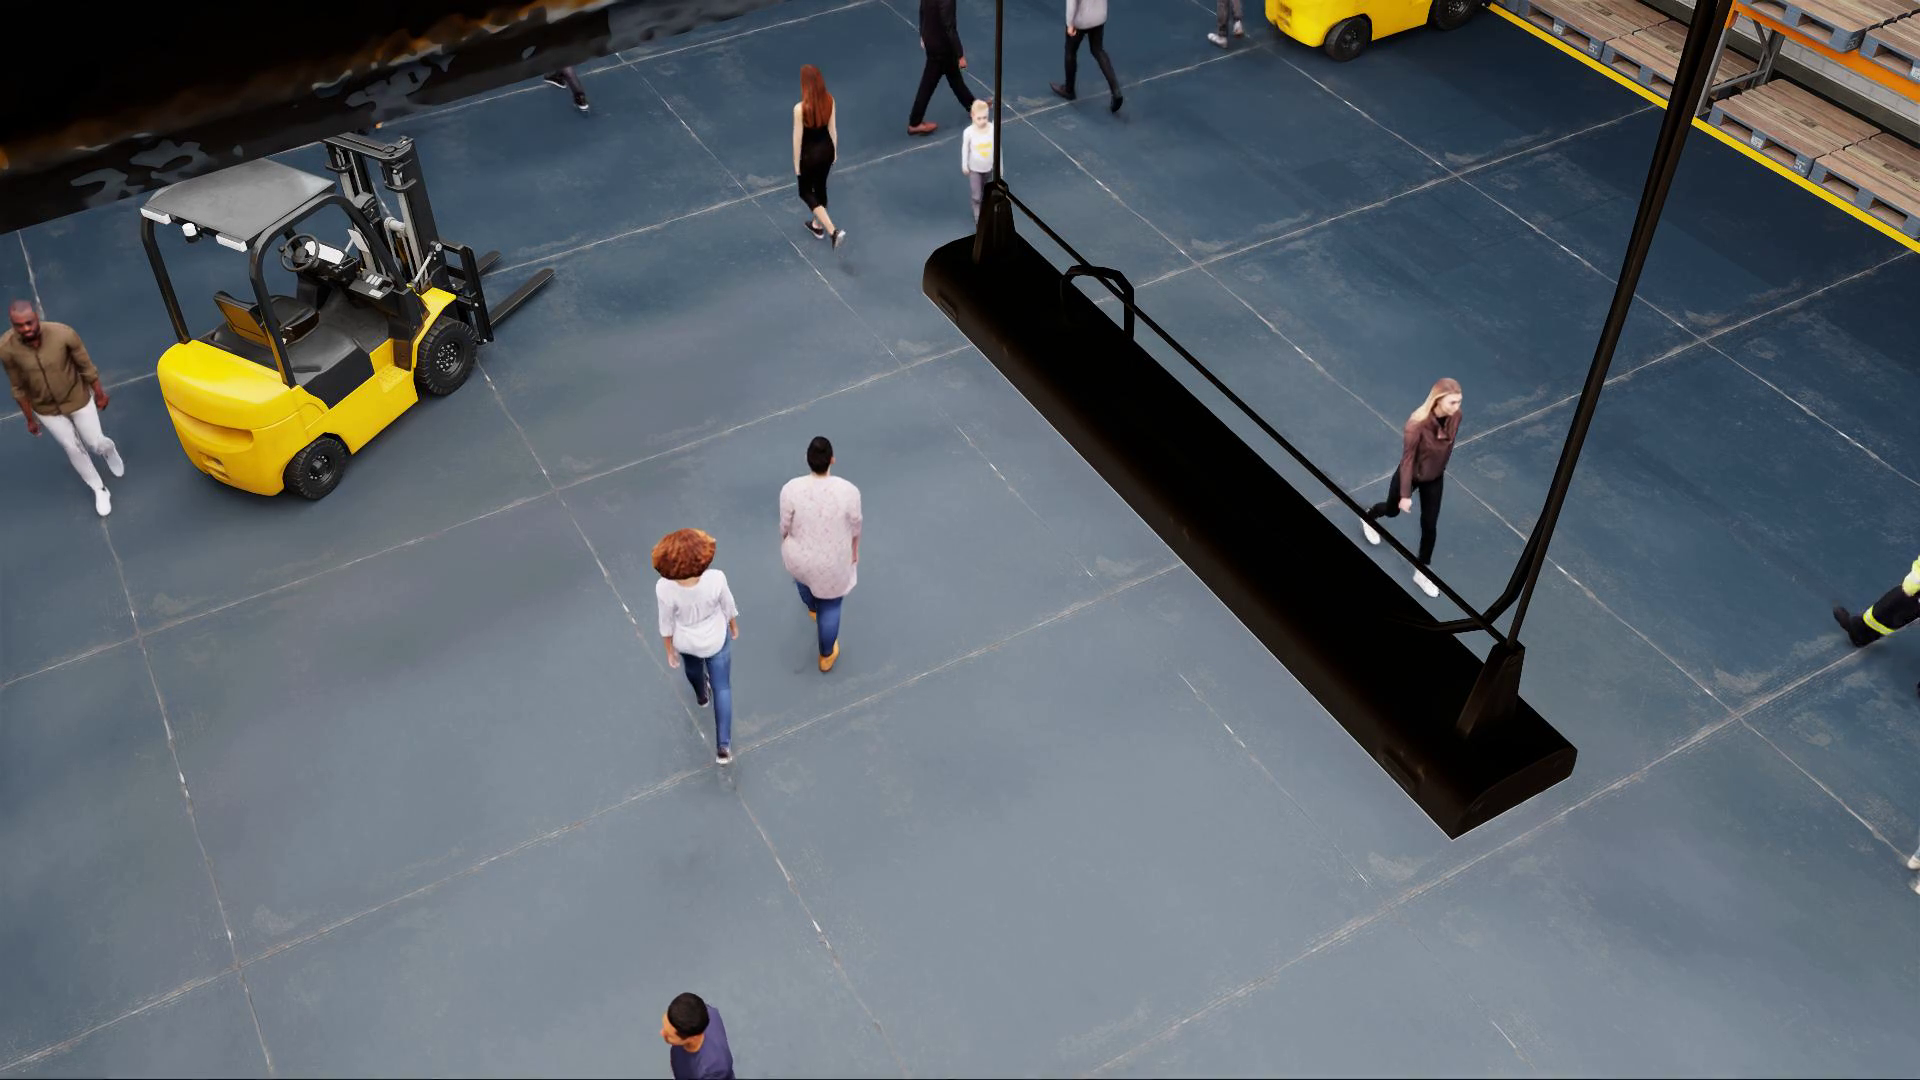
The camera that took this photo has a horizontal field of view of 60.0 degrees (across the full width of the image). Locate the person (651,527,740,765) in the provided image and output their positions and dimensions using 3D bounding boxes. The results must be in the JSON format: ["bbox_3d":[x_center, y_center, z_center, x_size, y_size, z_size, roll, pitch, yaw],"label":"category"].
[{"bbox_3d":[-1.589,0.662,10.220,0.958,1.682,1.219,-3,44,-3],"label":"person"}]

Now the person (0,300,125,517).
[{"bbox_3d":[-6.408,-1.020,11.898,0.790,1.804,0.844,-15,46,-15],"label":"person"}]

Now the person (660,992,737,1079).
[{"bbox_3d":[-1.131,2.658,8.067,0.908,1.763,1.118,-10,45,-11],"label":"person"}]

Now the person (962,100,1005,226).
[{"bbox_3d":[0.176,-3.326,14.724,0.588,1.244,0.930,-14,45,-14],"label":"person"}]

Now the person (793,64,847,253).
[{"bbox_3d":[-1.199,-3.256,14.315,0.640,1.707,0.993,-26,50,-25],"label":"person"}]

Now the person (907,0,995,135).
[{"bbox_3d":[-0.292,-4.661,15.694,0.976,1.839,1.166,-12,45,-12],"label":"person"}]

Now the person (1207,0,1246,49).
[{"bbox_3d":[2.846,-5.902,16.987,0.642,1.854,0.689,-22,48,-21],"label":"person"}]

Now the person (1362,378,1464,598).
[{"bbox_3d":[3.091,-0.461,11.408,0.756,1.669,1.130,-12,45,-13],"label":"person"}]

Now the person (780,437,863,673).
[{"bbox_3d":[-0.937,0.128,10.763,0.993,1.708,1.086,4,44,4],"label":"person"}]

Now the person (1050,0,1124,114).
[{"bbox_3d":[1.299,-5.049,16.041,0.800,1.922,1.133,-27,50,-25],"label":"person"}]
